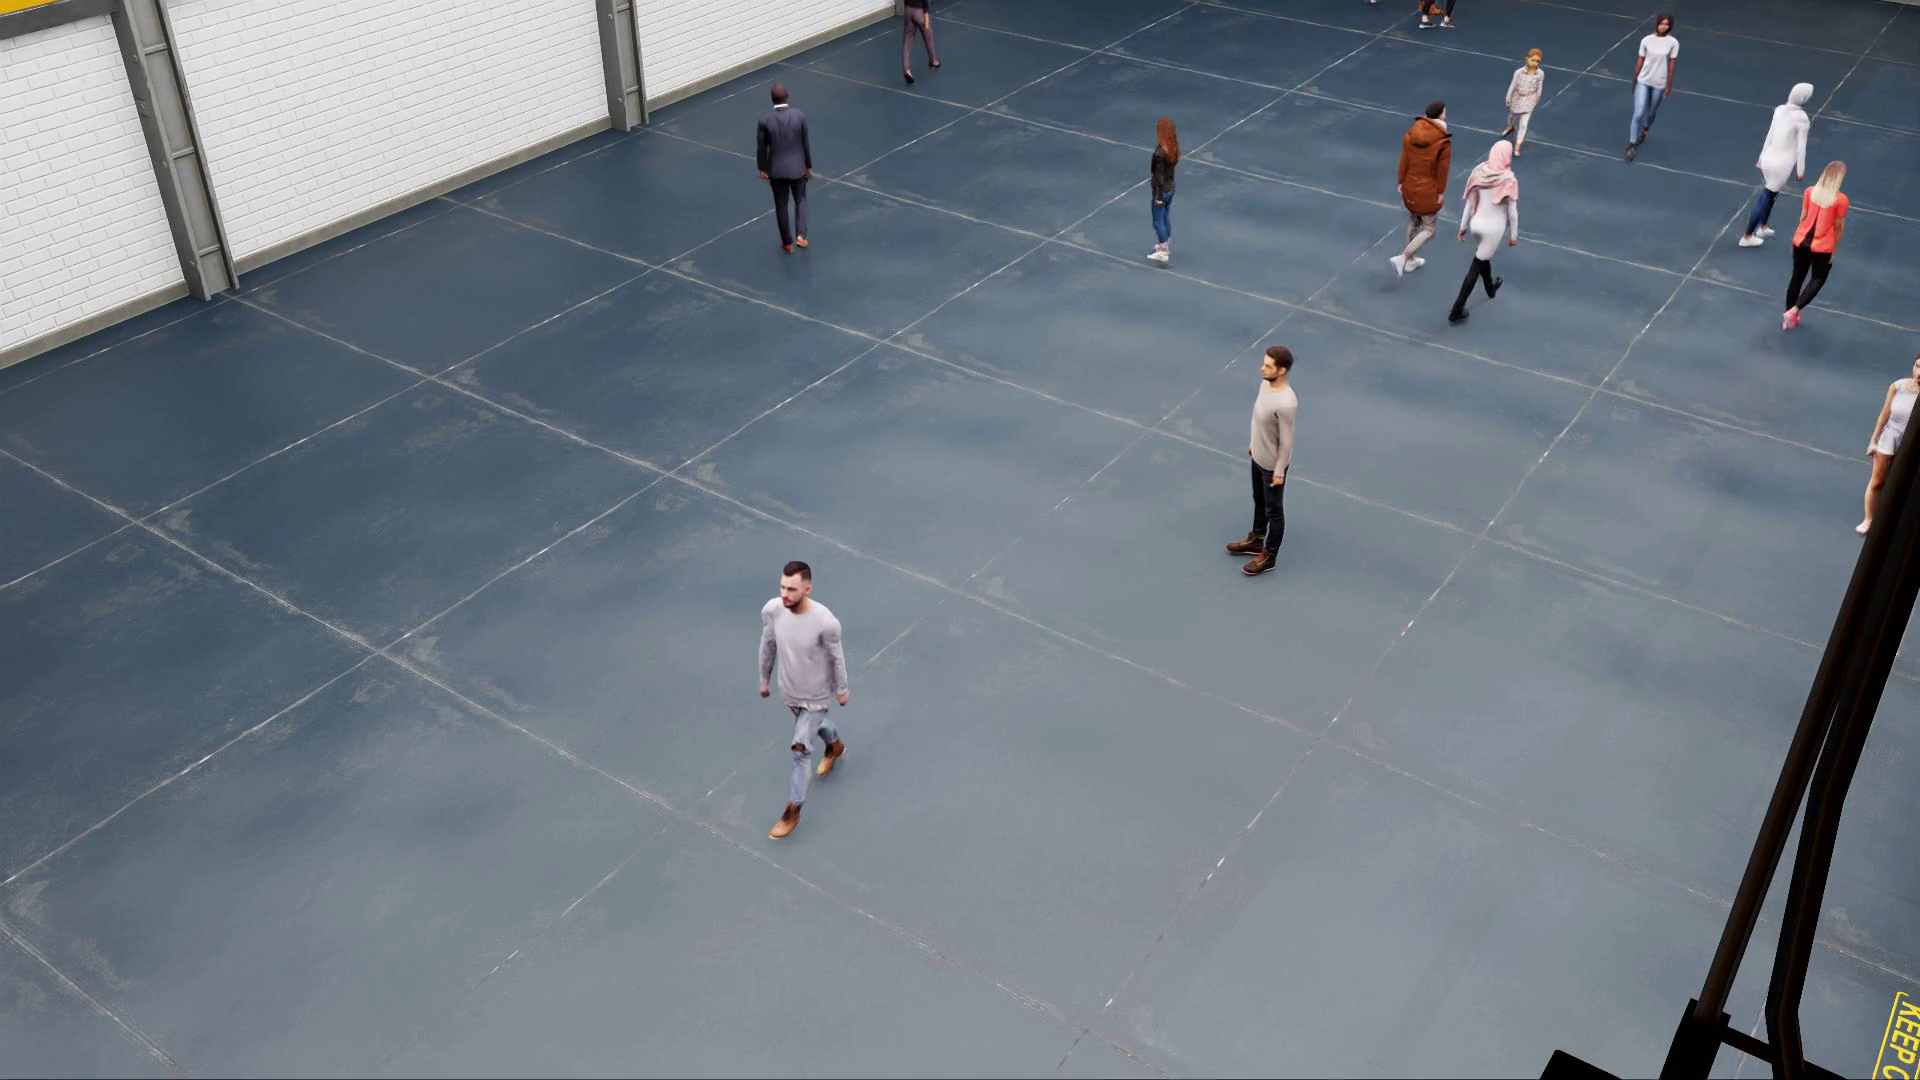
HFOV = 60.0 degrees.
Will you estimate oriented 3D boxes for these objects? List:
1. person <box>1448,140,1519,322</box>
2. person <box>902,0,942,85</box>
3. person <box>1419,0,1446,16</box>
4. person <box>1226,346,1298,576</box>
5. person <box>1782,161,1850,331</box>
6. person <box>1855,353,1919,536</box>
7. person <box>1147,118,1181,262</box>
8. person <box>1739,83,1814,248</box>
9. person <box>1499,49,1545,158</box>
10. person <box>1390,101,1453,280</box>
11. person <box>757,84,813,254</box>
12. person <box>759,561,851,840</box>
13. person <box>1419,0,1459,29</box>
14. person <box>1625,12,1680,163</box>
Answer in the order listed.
[{"bbox_3d":[5.004,-2.920,15.983,1.207,1.756,0.838,-26,42,-34],"label":"person"},{"bbox_3d":[-0.630,-6.841,21.989,0.659,1.637,1.015,19,38,26],"label":"person"},{"bbox_3d":[7.101,-8.728,24.762,0.762,1.710,0.703,-6,34,-9],"label":"person"},{"bbox_3d":[2.314,-0.607,12.404,0.784,1.865,0.746,-8,35,-12],"label":"person"},{"bbox_3d":[8.057,-2.756,15.802,0.863,1.682,0.721,-23,40,-31],"label":"person"},{"bbox_3d":[7.328,-0.772,12.890,0.611,1.602,0.640,27,42,34],"label":"person"},{"bbox_3d":[2.148,-3.629,17.320,0.777,1.457,0.518,8,34,12],"label":"person"},{"bbox_3d":[8.512,-3.915,17.477,0.905,1.759,0.840,-10,35,-14],"label":"person"},{"bbox_3d":[6.776,-5.309,20.015,0.750,1.271,1.056,11,35,16],"label":"person"},{"bbox_3d":[4.629,-3.502,16.800,1.074,1.821,0.864,-25,41,-32],"label":"person"},{"bbox_3d":[-1.792,-3.820,17.283,0.825,1.816,0.882,-5,34,-7],"label":"person"},{"bbox_3d":[-0.917,0.865,10.253,0.776,1.795,1.188,17,37,24],"label":"person"},{"bbox_3d":[6.930,-8.247,24.071,0.900,1.674,0.811,-13,36,-18],"label":"person"},{"bbox_3d":[8.237,-5.418,19.799,0.739,1.691,1.103,13,36,19],"label":"person"}]
